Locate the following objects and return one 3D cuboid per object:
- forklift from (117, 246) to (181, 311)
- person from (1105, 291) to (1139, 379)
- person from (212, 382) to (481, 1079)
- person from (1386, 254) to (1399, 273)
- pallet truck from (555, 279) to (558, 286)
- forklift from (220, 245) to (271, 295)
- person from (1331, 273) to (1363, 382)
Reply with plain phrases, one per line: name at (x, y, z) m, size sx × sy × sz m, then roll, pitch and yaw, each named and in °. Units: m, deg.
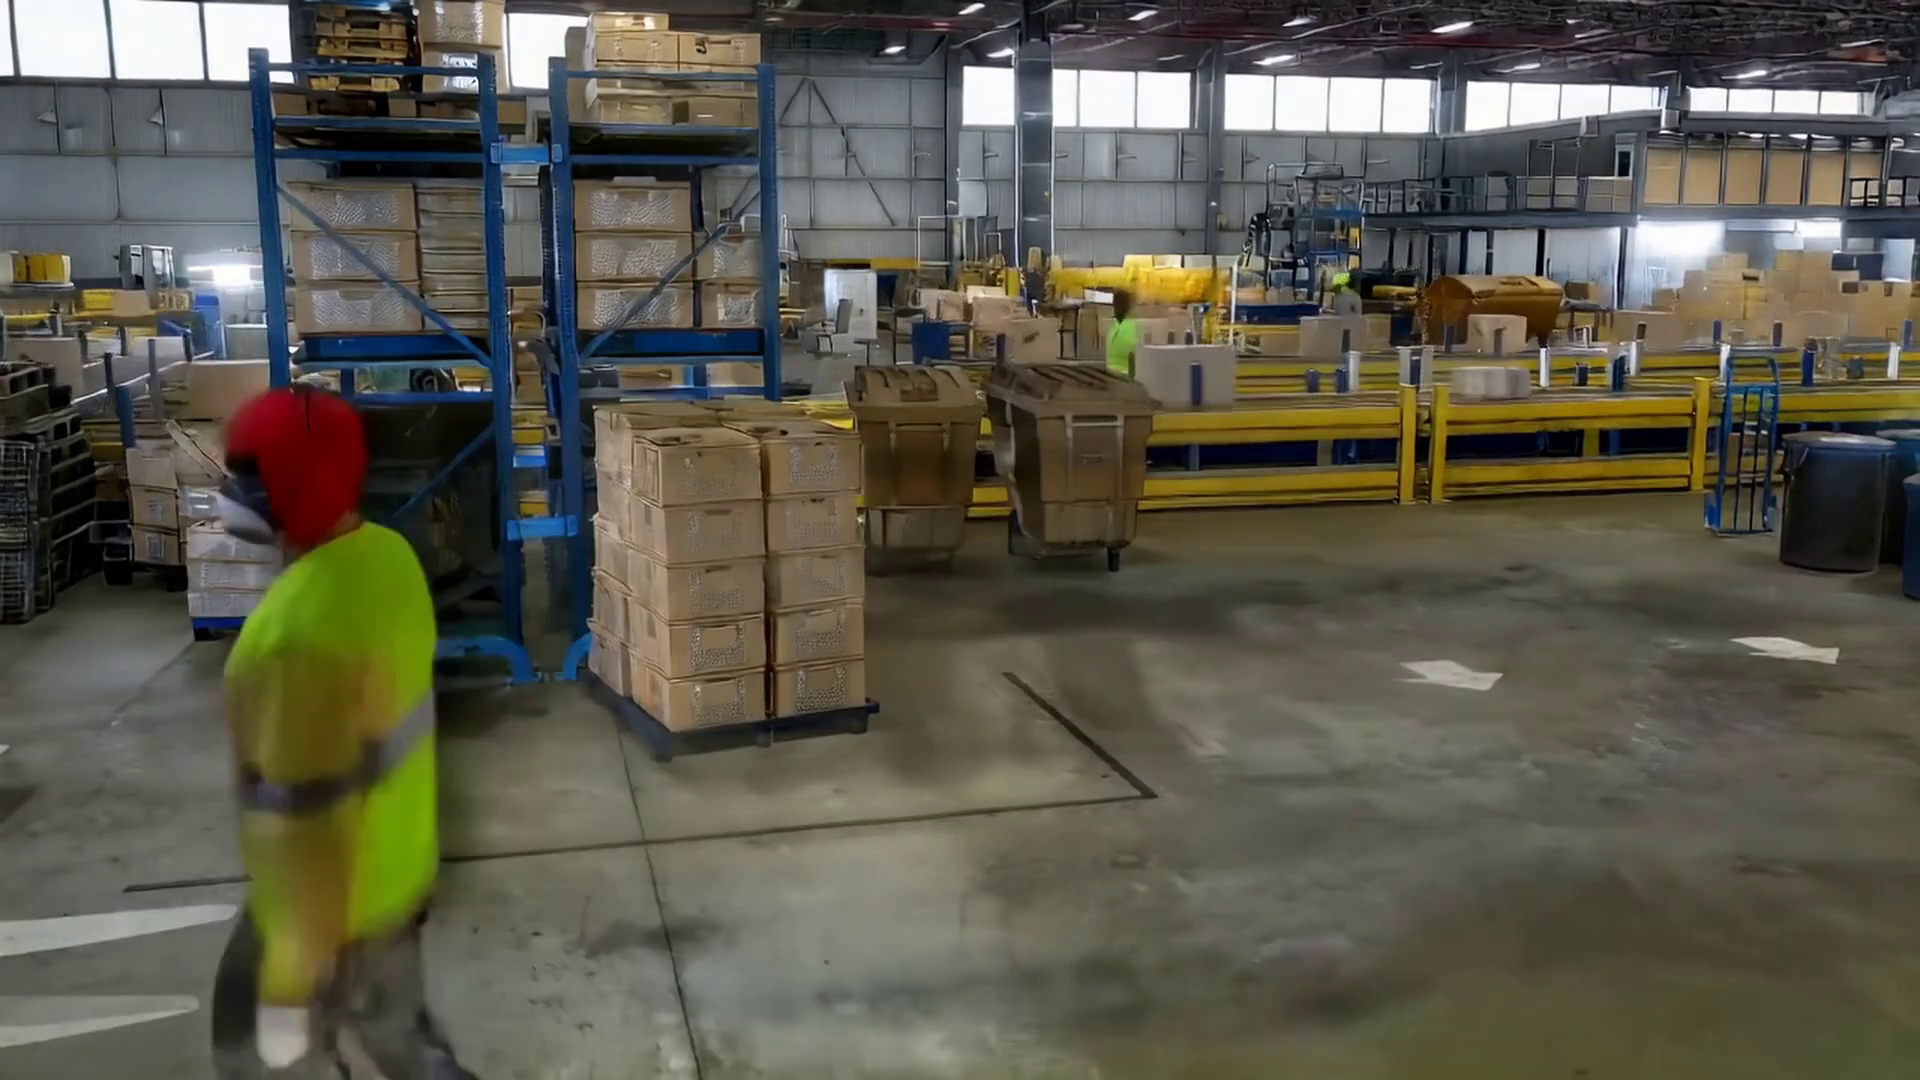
forklift at (-19.966, -6.232, 40.894) m, size 1.157 × 1.987 × 2.680 m, roll -3°, pitch 10°, yaw -15°
person at (1.617, -1.660, 16.742) m, size 0.388 × 1.684 × 0.538 m, roll -2°, pitch 10°, yaw -10°
person at (-1.121, 0.656, 3.036) m, size 0.833 × 1.903 × 0.651 m, roll 0°, pitch 10°, yaw 0°
person at (16.174, -9.818, 62.367) m, size 0.584 × 1.882 × 0.346 m, roll -3°, pitch 11°, yaw -18°
pallet truck at (-10.604, -6.375, 44.520) m, size 0.653 × 1.274 × 1.630 m, roll -3°, pitch 10°, yaw -15°
forklift at (-17.749, -6.334, 41.440) m, size 1.157 × 1.987 × 2.680 m, roll -3°, pitch 10°, yaw -17°
person at (5.796, -3.111, 24.849) m, size 0.484 × 1.731 × 0.542 m, roll -8°, pitch 13°, yaw -38°
